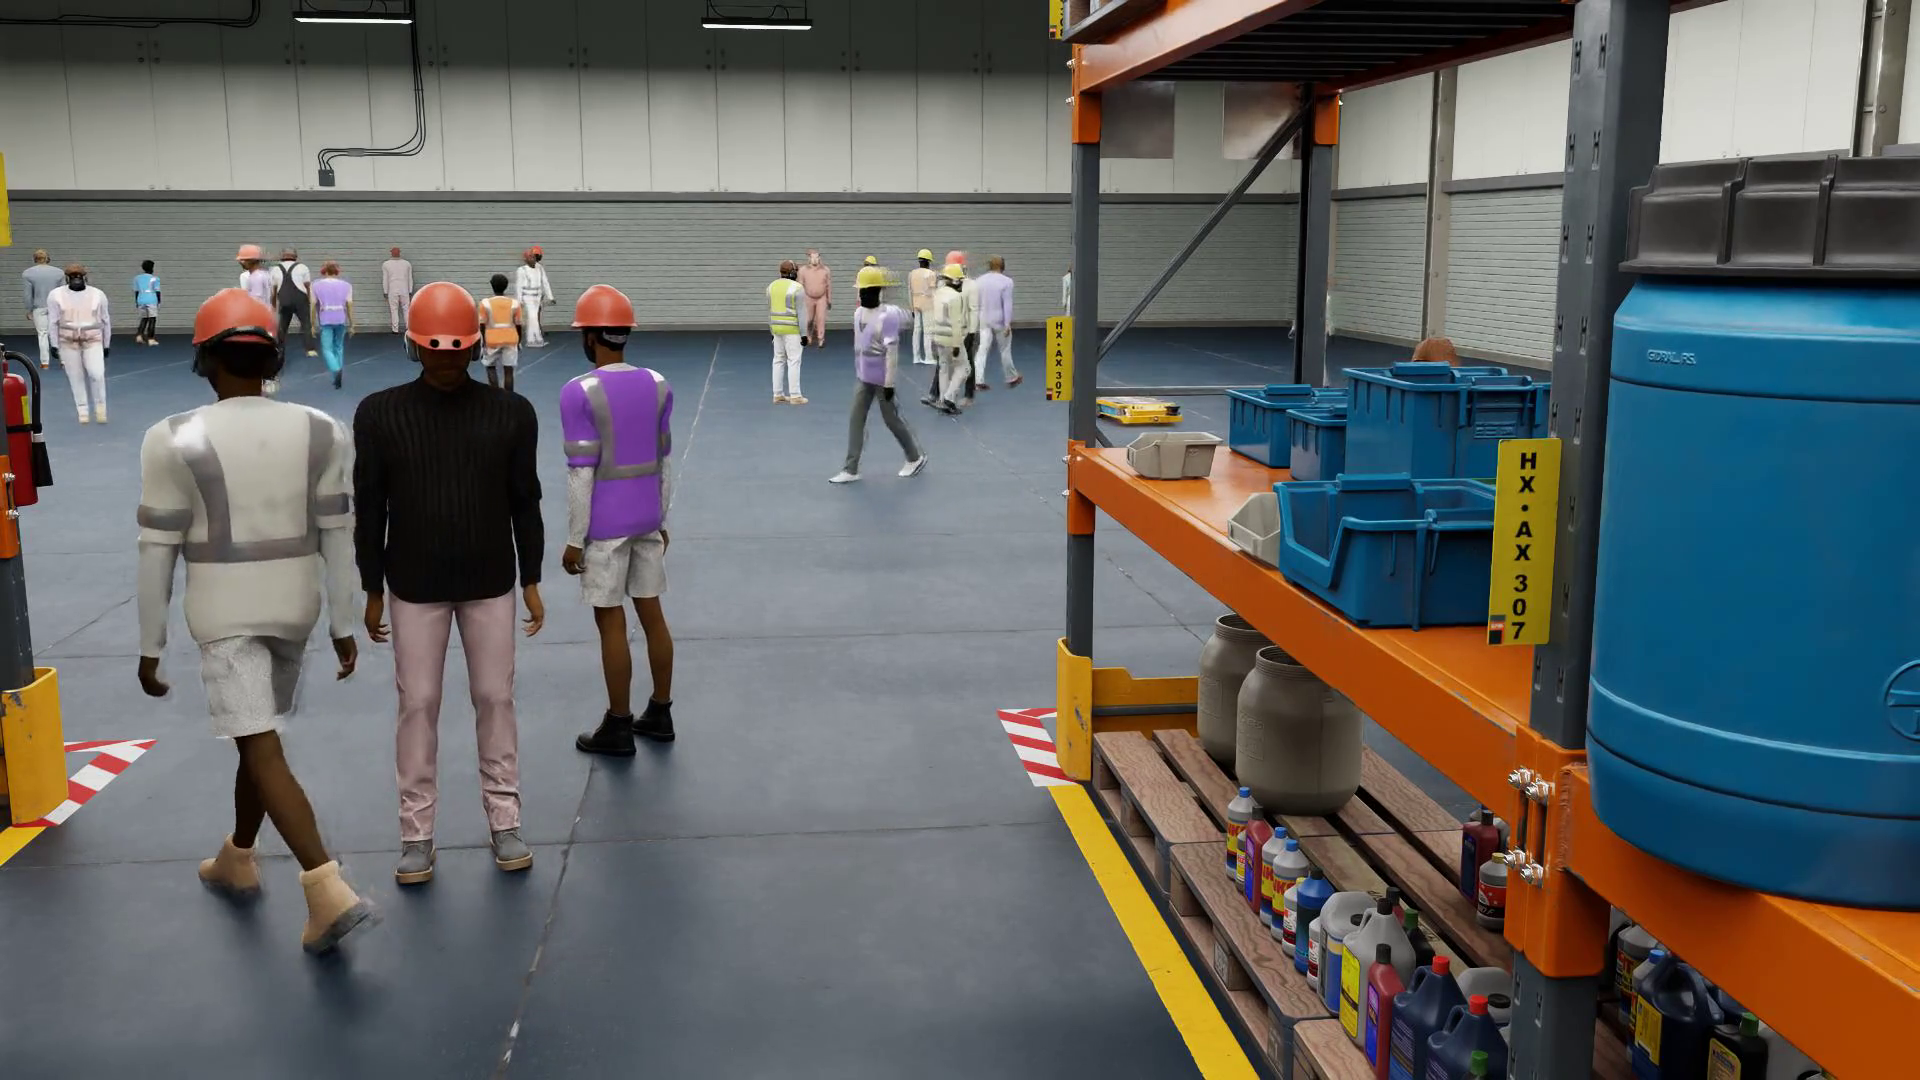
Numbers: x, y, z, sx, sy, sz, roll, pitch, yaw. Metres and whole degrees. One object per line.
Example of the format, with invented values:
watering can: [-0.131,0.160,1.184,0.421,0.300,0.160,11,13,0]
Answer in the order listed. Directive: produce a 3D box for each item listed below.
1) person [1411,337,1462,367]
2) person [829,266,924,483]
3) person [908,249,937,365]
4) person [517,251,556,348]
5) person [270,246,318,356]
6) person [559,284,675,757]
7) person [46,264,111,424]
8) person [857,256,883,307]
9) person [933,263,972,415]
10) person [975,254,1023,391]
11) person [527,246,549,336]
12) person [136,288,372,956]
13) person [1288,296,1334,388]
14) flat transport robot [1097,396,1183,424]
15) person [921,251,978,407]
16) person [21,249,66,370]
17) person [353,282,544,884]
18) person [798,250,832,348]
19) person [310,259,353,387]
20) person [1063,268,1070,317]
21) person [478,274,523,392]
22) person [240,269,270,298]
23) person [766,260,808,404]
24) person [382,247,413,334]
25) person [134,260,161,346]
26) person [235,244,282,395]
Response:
person: [2.388,-0.204,8.408,0.507,1.632,0.267,-10,14,-42]
person: [-0.700,-1.455,14.601,0.968,1.889,0.601,-9,14,-42]
person: [-0.601,-3.893,27.834,0.586,1.925,0.369,8,13,39]
person: [-8.122,-4.612,31.953,0.876,1.849,0.612,7,12,34]
person: [-12.045,-4.328,29.901,0.864,2.000,0.576,0,10,-1]
person: [-1.429,-0.075,6.868,0.379,1.937,0.548,8,13,37]
person: [-10.011,-2.213,18.923,0.632,1.819,0.722,-5,11,-25]
person: [-1.722,-4.581,32.047,0.533,1.765,0.329,5,11,25]
person: [-0.100,-2.382,19.851,0.425,1.814,0.588,-6,12,-29]
person: [0.512,-3.029,23.211,0.637,1.882,1.024,6,12,30]
person: [-9.137,-5.378,35.942,0.373,1.934,0.551,-8,13,-36]
person: [-2.123,0.237,5.069,1.059,1.994,0.640,9,14,40]
person: [4.902,-2.863,23.111,0.886,1.588,0.516,-7,12,-33]
flat transport robot: [2.022,-1.535,19.441,0.652,0.197,1.431,-3,11,-15]
person: [-0.096,-2.609,20.732,0.637,1.942,0.967,6,12,31]
person: [-14.707,-3.704,26.774,0.629,1.934,0.376,-8,13,-36]
person: [-1.686,0.143,5.535,0.608,1.987,0.388,-4,11,-20]
person: [-2.809,-4.669,32.217,0.652,1.887,0.709,-1,10,-6]
person: [-8.861,-3.054,23.511,0.580,1.820,0.740,-7,12,-33]
person: [2.212,-4.492,31.625,0.500,1.739,0.365,5,11,25]
person: [-5.622,-2.410,20.366,0.550,1.671,0.559,-5,11,-25]
person: [-11.367,-3.688,26.830,0.356,1.882,0.573,4,11,20]
person: [-2.187,-2.654,21.298,0.628,1.835,0.429,8,13,38]
person: [-12.359,-5.478,36.569,0.637,1.911,0.403,-6,12,-30]
person: [-15.986,-4.661,32.748,0.550,1.669,0.405,1,10,7]
person: [-9.501,-2.964,22.449,0.450,2.026,0.630,-4,11,-21]
